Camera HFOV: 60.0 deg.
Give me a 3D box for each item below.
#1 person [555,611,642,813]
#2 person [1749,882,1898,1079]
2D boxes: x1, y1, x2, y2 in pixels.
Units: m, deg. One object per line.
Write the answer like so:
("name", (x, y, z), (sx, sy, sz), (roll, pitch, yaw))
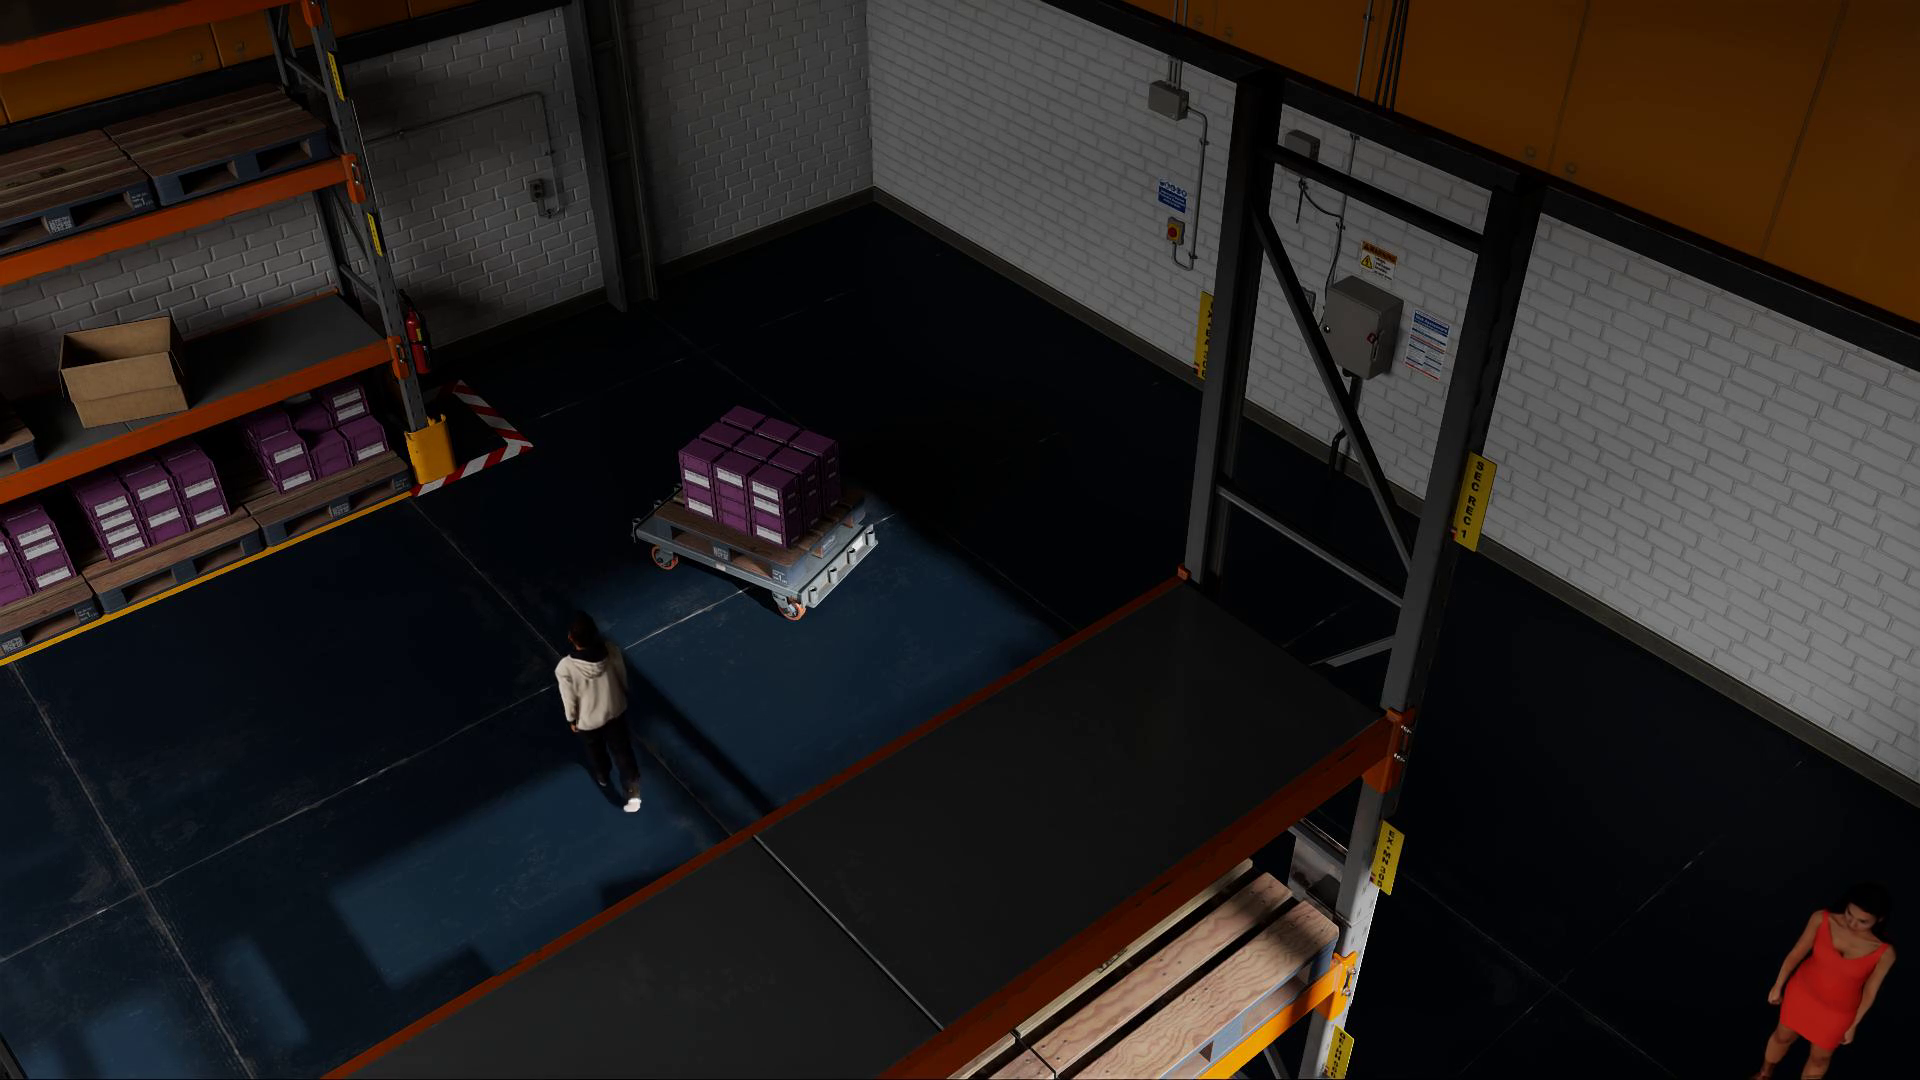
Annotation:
("person", (-2.213, 1.096, 10.304), (0.896, 1.435, 0.768), (-18, 42, -21))
("person", (4.420, 2.344, 8.514), (0.615, 1.719, 0.572), (30, 47, 32))
